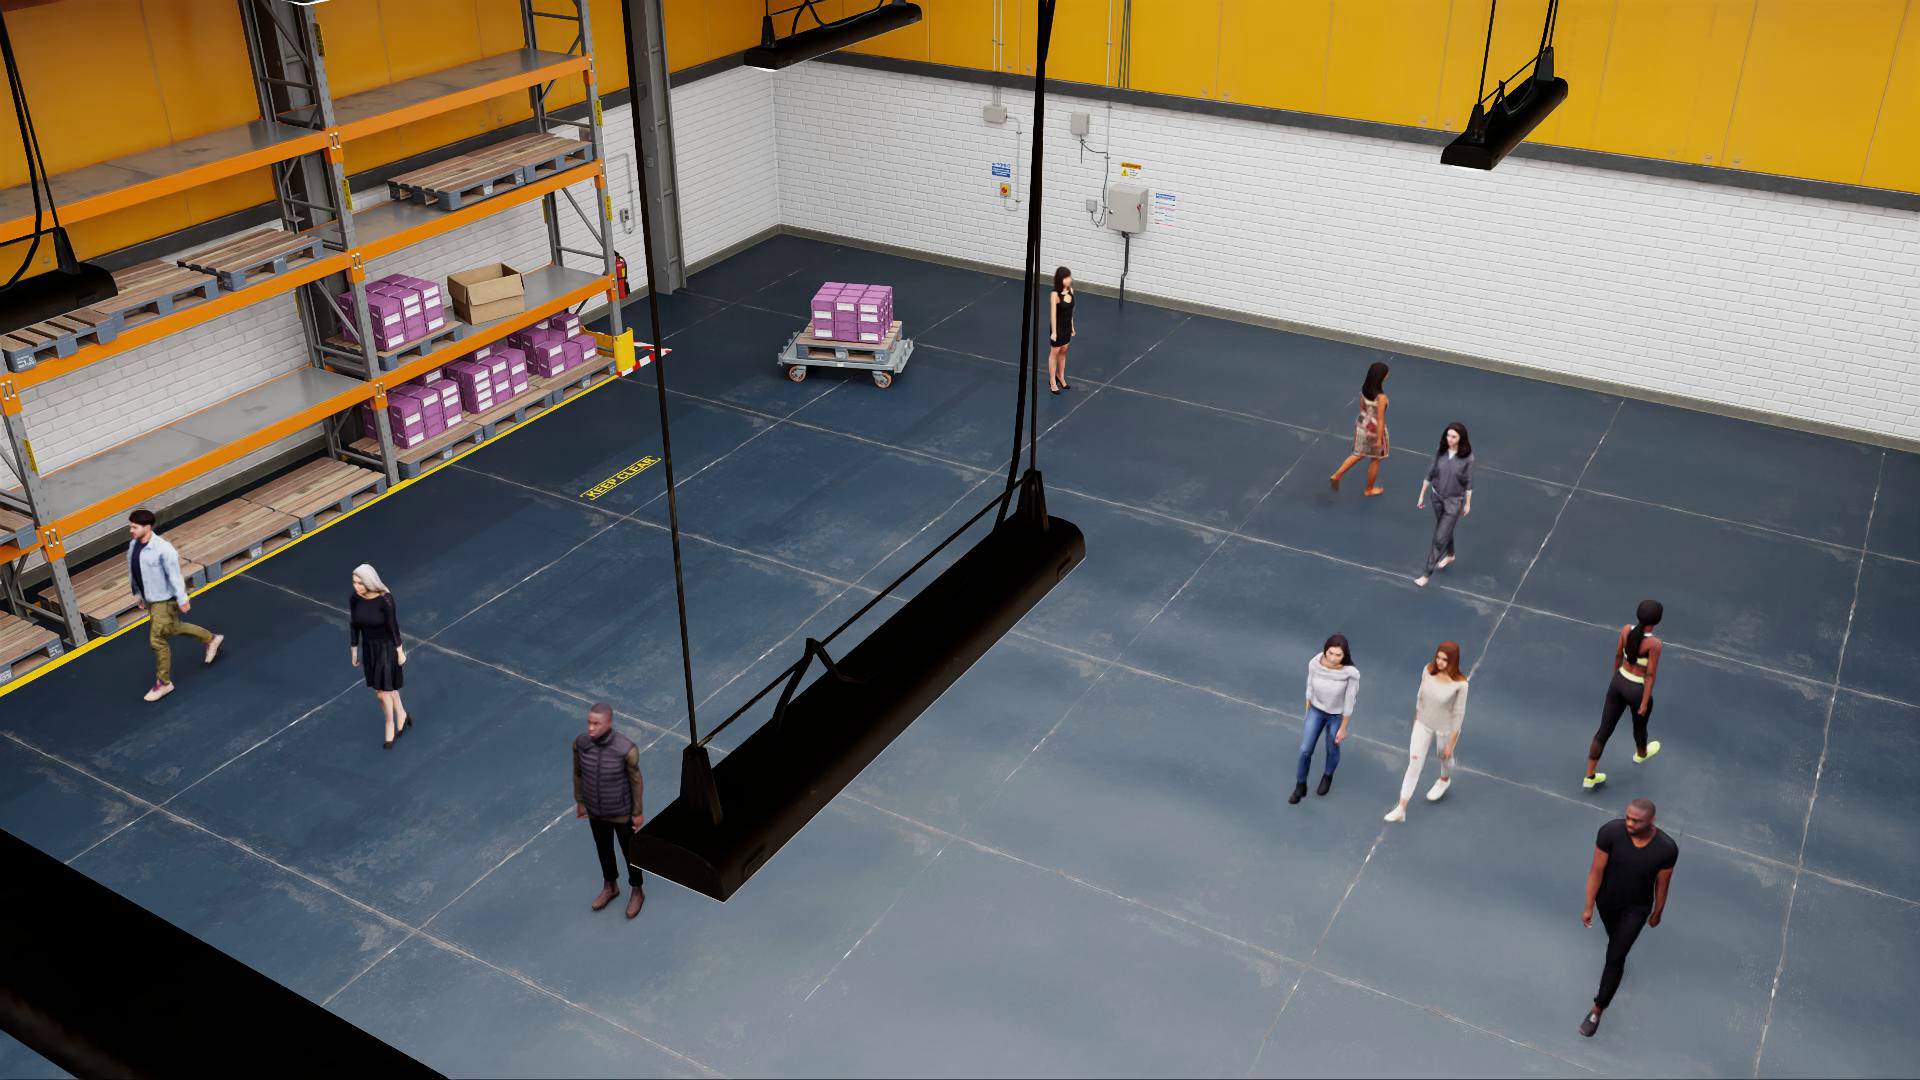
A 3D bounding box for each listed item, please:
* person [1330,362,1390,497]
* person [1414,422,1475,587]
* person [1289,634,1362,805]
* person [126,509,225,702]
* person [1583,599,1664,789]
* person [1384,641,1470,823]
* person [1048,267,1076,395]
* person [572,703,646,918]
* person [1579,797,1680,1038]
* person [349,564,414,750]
[{"bbox_3d":[4.477,-1.200,18.451,1.046,1.628,0.949,-11,30,-19],"label":"person"},{"bbox_3d":[4.998,-0.410,16.912,0.815,1.716,1.208,24,37,37],"label":"person"},{"bbox_3d":[3.067,1.416,13.675,0.610,1.610,0.737,17,33,29],"label":"person"},{"bbox_3d":[-7.217,0.509,15.160,0.701,1.781,1.158,17,33,28],"label":"person"},{"bbox_3d":[5.480,1.310,13.772,1.210,1.703,0.925,-18,34,-30],"label":"person"},{"bbox_3d":[3.919,1.496,13.474,0.785,1.662,1.208,24,37,37],"label":"person"},{"bbox_3d":[1.276,-2.684,21.149,0.657,1.650,0.492,25,37,38],"label":"person"},{"bbox_3d":[-2.594,1.990,12.386,0.752,1.836,0.655,8,30,14],"label":"person"},{"bbox_3d":[4.621,2.479,11.569,0.744,1.761,1.295,17,33,29],"label":"person"},{"bbox_3d":[-4.968,0.948,14.407,0.700,1.731,0.750,9,30,15],"label":"person"}]
